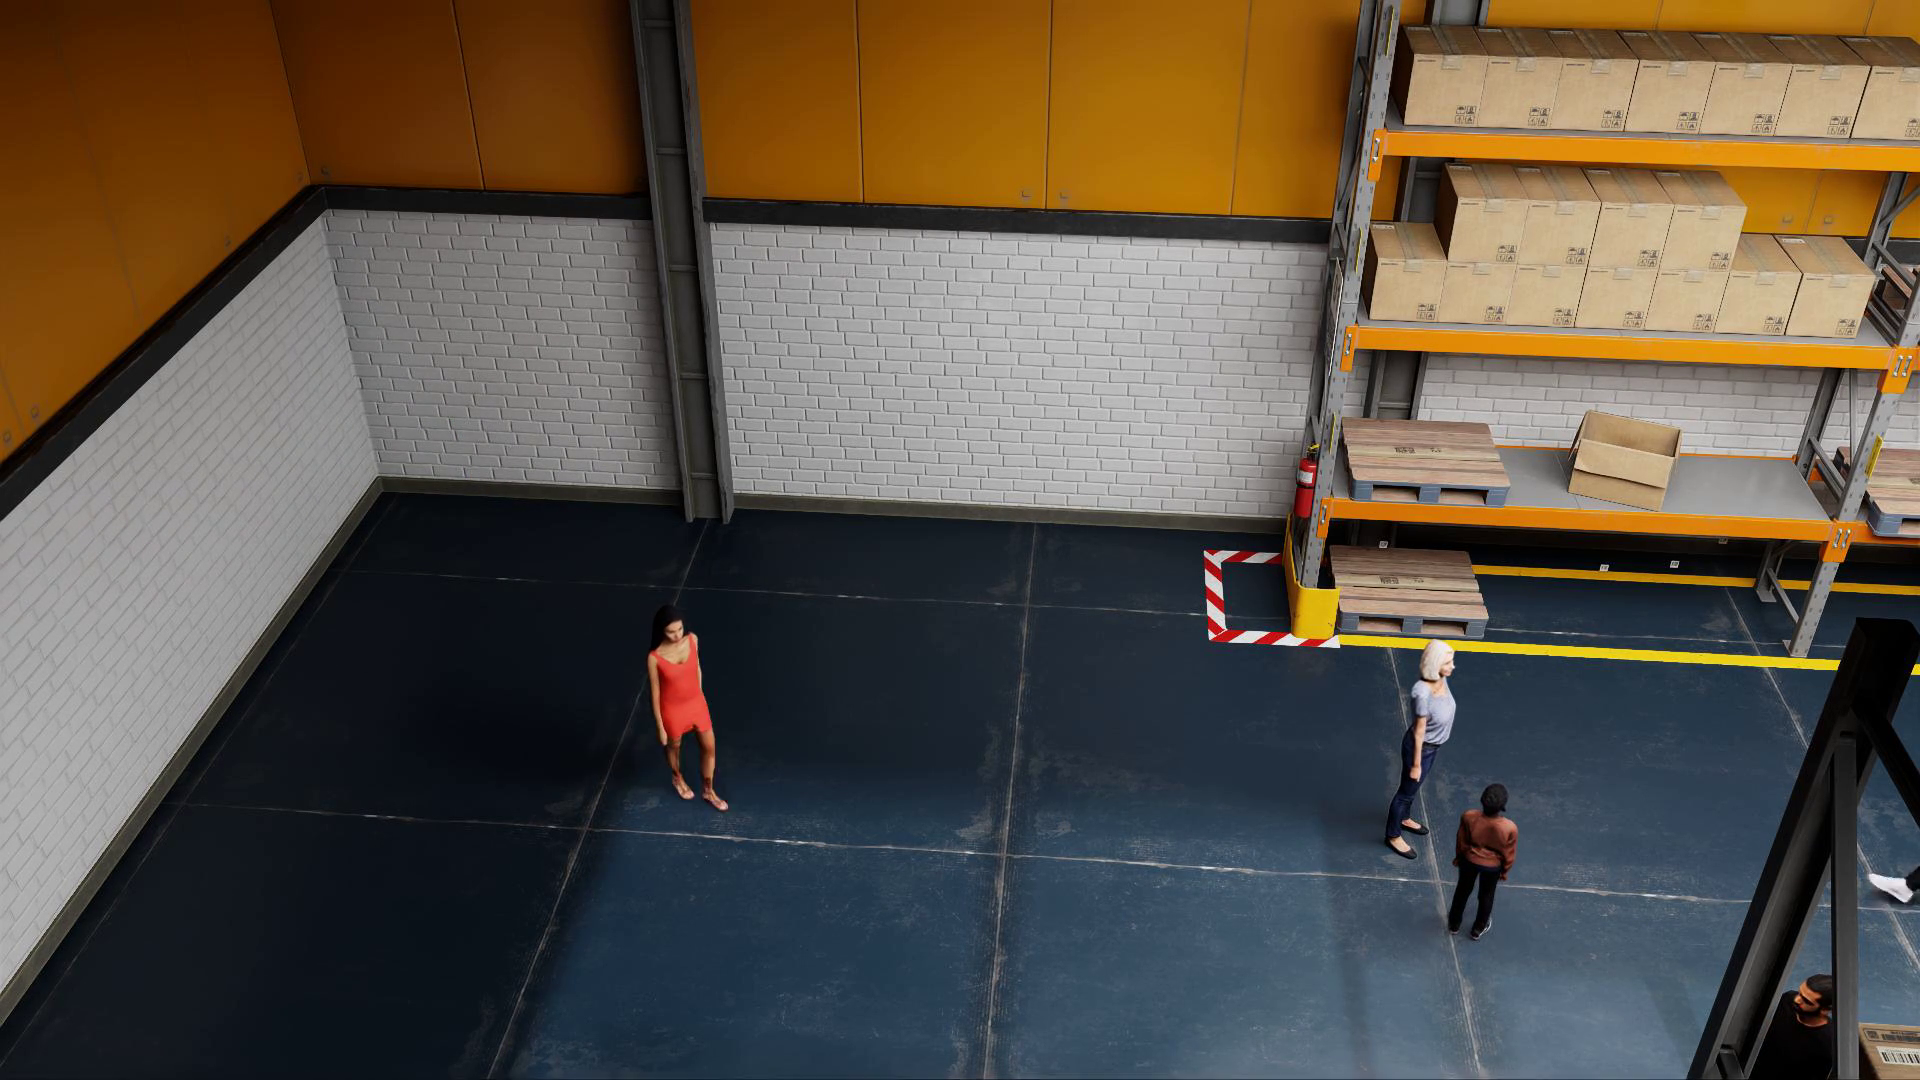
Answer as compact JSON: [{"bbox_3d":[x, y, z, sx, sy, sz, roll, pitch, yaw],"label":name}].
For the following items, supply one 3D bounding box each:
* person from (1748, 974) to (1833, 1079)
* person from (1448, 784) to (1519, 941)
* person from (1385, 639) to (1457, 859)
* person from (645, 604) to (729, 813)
[{"bbox_3d":[4.414,2.968,8.942,0.671,1.758,0.702,-8,34,-12],"label":"person"},{"bbox_3d":[3.366,2.070,10.748,0.500,1.254,0.638,14,36,20],"label":"person"},{"bbox_3d":[3.146,1.391,11.346,0.651,1.722,0.660,19,38,26],"label":"person"},{"bbox_3d":[-2.027,1.135,11.751,0.872,1.700,0.934,-25,41,-33],"label":"person"}]
